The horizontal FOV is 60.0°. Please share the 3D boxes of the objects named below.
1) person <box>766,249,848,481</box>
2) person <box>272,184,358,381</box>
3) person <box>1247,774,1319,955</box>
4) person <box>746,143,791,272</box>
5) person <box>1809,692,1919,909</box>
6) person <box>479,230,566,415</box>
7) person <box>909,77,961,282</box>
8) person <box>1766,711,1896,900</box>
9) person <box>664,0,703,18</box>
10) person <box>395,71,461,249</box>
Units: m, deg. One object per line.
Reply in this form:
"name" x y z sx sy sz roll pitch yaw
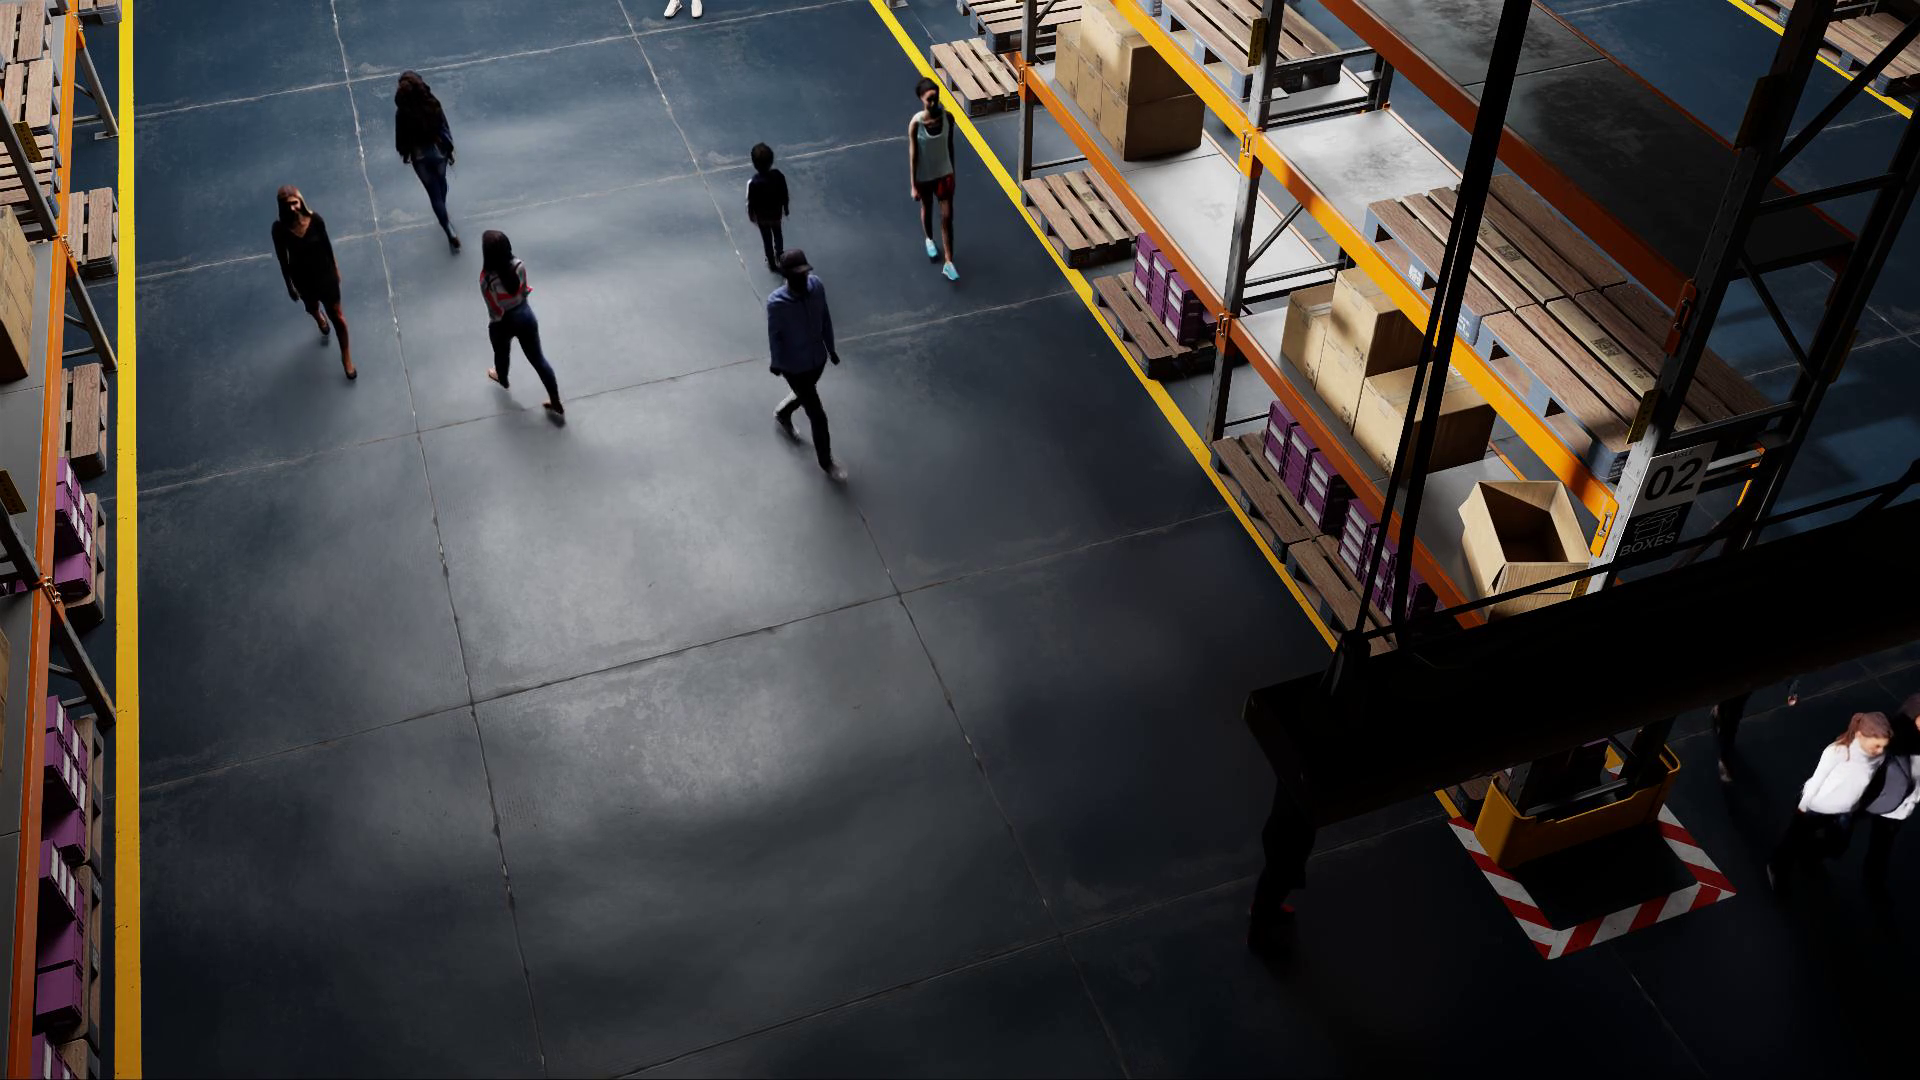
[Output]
"person" -1.206 -1.391 12.334 1.246 1.859 0.984 34 53 31
"person" -5.165 -2.122 13.258 0.647 1.643 1.082 -18 47 -18
"person" 1.796 1.700 9.223 0.741 1.675 0.621 7 44 7
"person" -1.631 -2.830 14.308 0.537 1.219 0.505 -16 46 -17
"person" 5.282 1.369 9.647 0.712 1.569 0.937 -14 45 -14
"person" -3.381 -1.646 12.810 1.186 1.571 0.974 29 51 27
"person" -0.265 -3.165 14.288 0.623 1.733 0.983 -12 45 -12
"person" 4.965 1.449 9.582 0.628 1.544 0.687 1 44 1
"person" -3.009 -6.508 17.701 0.726 1.866 0.714 2 44 3
"person" -4.625 -3.299 14.541 0.708 1.577 1.043 -19 47 -19
